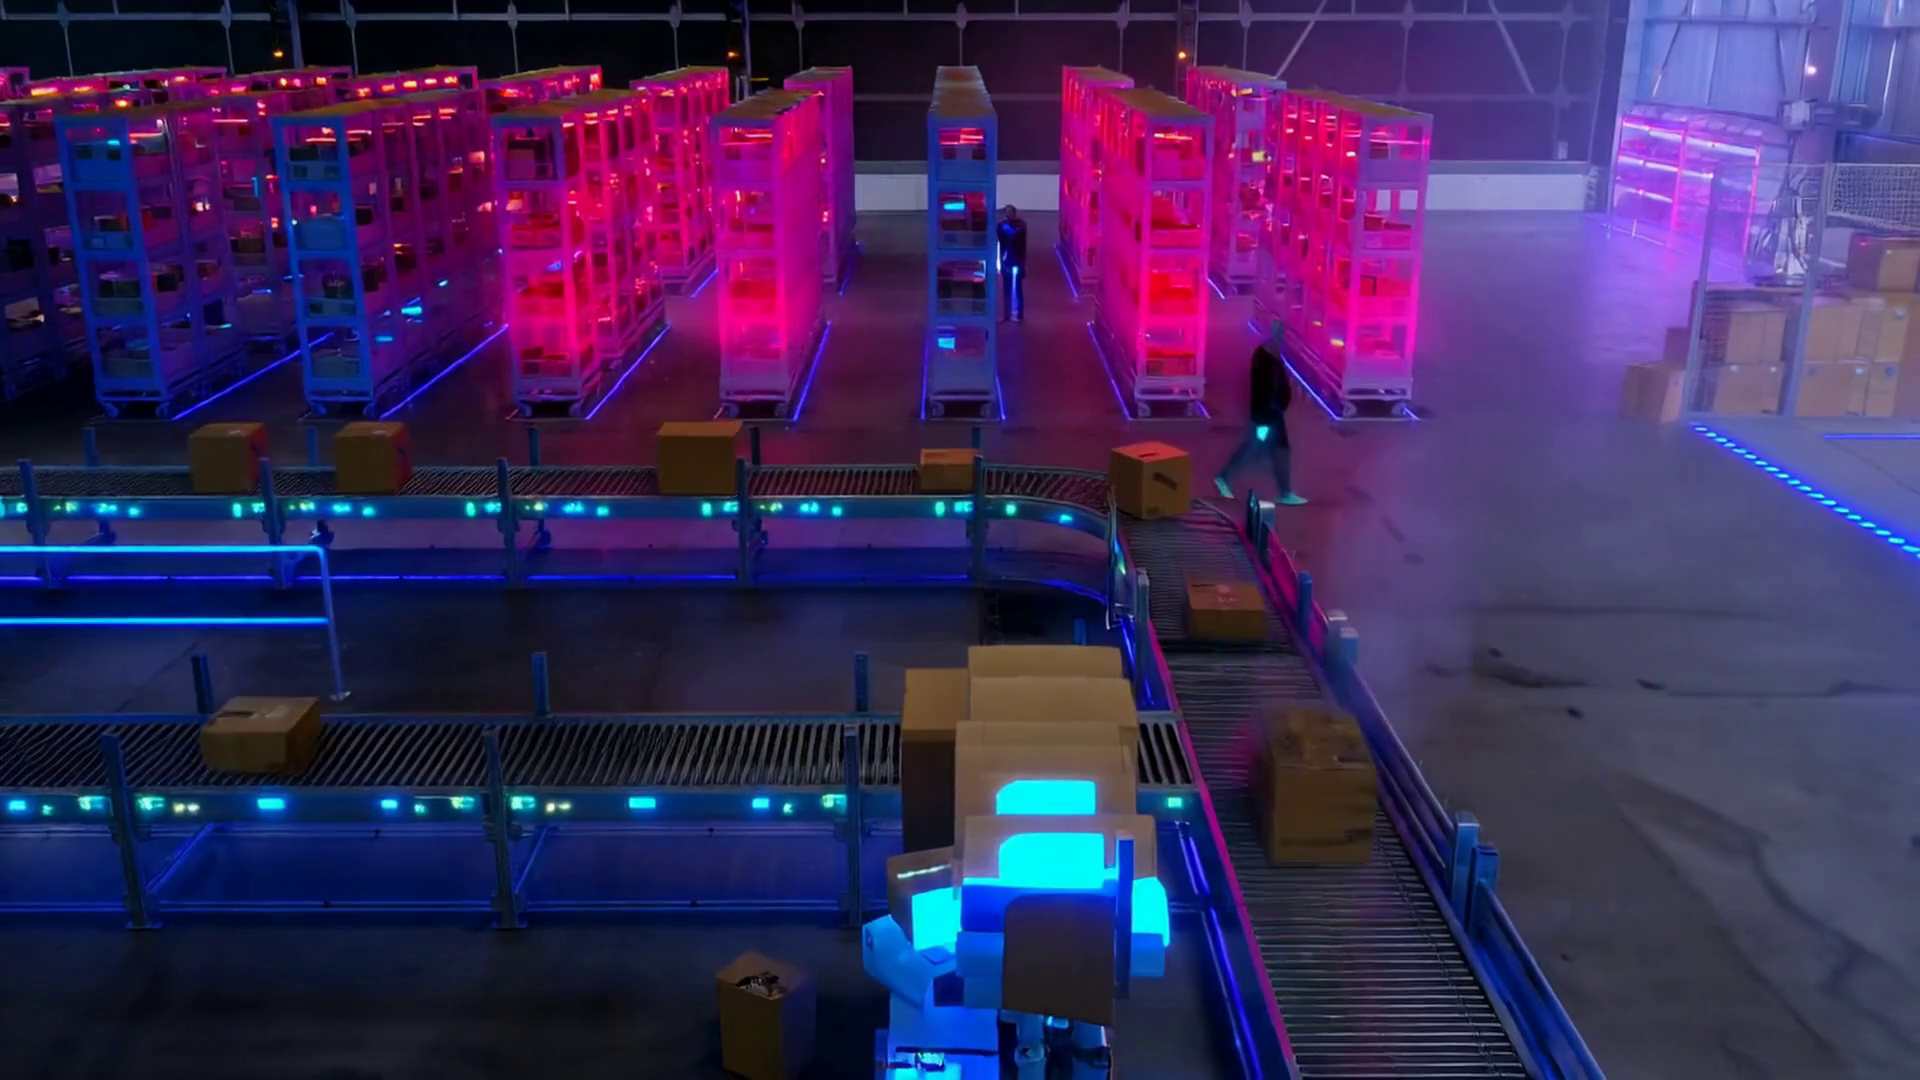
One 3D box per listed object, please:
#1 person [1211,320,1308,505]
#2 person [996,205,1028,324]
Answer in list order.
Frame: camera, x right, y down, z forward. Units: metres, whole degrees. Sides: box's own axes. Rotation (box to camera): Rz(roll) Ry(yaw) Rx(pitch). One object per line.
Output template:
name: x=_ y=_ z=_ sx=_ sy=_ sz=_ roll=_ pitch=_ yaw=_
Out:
person: x=3.000 y=-1.270 z=16.529 sx=0.927 sy=1.875 sz=0.652 roll=1 pitch=18 yaw=3
person: x=0.800 y=-4.295 z=25.912 sx=0.571 sy=1.831 sz=0.407 roll=12 pitch=21 yaw=32
